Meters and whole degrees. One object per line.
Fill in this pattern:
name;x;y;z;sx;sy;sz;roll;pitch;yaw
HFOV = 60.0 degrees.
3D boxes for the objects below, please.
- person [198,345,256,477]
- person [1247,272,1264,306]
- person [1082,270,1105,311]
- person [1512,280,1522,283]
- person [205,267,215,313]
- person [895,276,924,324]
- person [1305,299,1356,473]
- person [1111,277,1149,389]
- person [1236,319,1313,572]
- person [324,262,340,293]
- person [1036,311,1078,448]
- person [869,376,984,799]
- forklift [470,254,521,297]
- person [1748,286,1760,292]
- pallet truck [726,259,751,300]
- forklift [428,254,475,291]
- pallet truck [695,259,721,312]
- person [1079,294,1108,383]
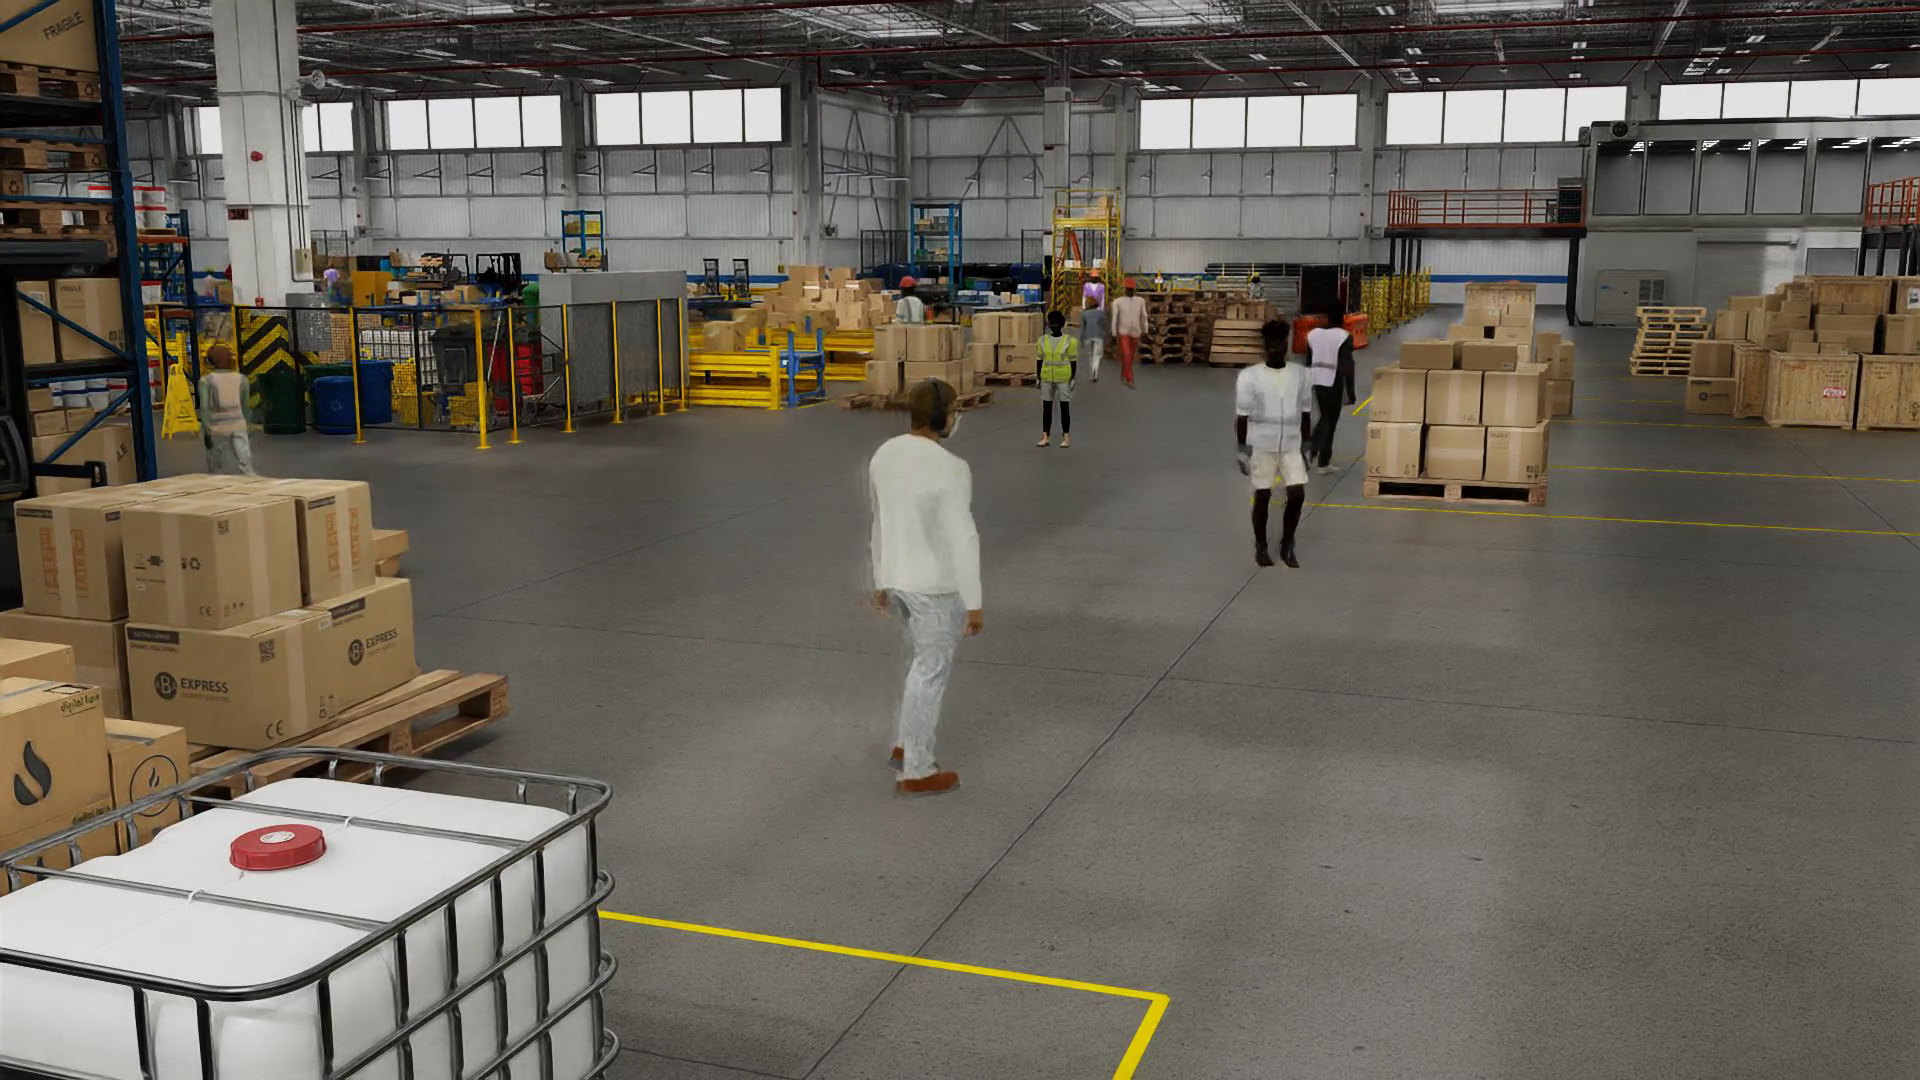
person;-6.737;-1.003;15.334;0.862;1.596;0.532;7;12;36
person;8.288;-6.652;46.730;0.491;1.746;0.285;2;10;12
person;3.329;-5.771;41.402;0.550;1.887;1.011;1;10;8
person;9.346;-3.411;27.997;0.790;1.906;0.585;-2;10;-10
person;-25.599;-8.436;56.764;0.528;1.753;0.504;6;12;32
person;-0.806;-3.377;27.591;1.033;2.009;0.611;5;11;28
person;4.072;-1.683;18.297;0.450;1.905;0.589;-6;12;-32
person;2.975;-3.654;29.314;0.607;1.951;1.022;-3;10;-15
person;2.424;-0.705;12.683;0.635;1.936;0.637;-1;10;-7
person;-23.639;-9.526;62.654;0.563;1.837;0.388;-5;11;-26
person;1.187;-1.980;20.555;0.540;1.695;0.318;4;11;21
person;-0.126;0.221;7.527;0.457;1.918;0.651;-7;12;-36
forklift;-17.990;-10.121;64.684;1.157;1.987;2.680;3;11;17
person;27.402;-8.509;57.506;0.500;1.628;0.287;7;12;33
pallet truck;-7.986;-9.493;62.019;0.823;1.965;1.885;3;11;17
forklift;-20.133;-10.254;65.465;1.157;1.987;2.680;3;11;19
pallet truck;-9.165;-9.627;62.776;0.823;1.965;1.885;4;11;23
person;2.404;-3.625;30.035;0.525;1.610;0.612;2;10;13
